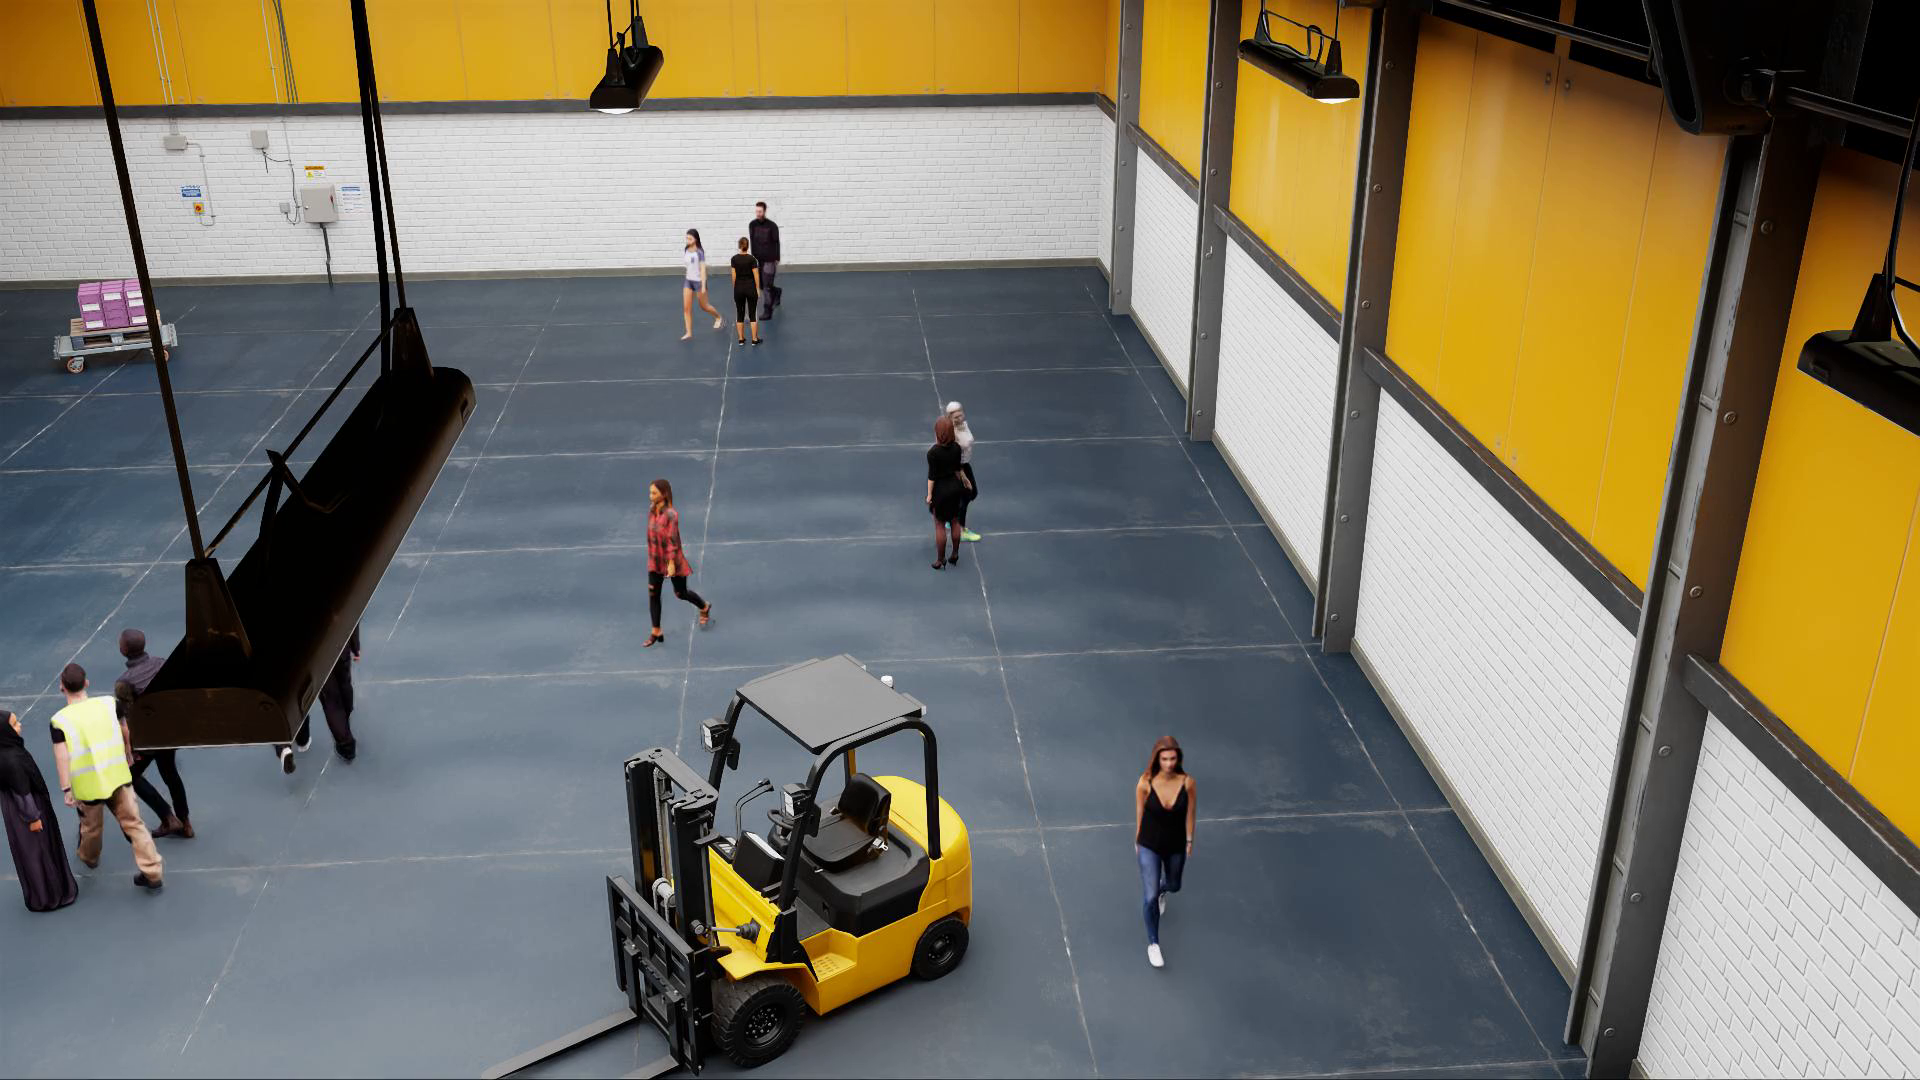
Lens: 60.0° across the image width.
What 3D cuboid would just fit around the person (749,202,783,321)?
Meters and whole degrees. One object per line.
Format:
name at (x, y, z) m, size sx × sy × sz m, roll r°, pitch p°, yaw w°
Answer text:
person at (-3.086, -4.494, 26.678) m, size 1.048 × 1.882 × 1.211 m, roll 10°, pitch 26°, yaw 22°

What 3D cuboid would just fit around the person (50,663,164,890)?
person at (-6.333, 1.825, 12.342) m, size 1.292 × 1.787 × 1.213 m, roll 16°, pitch 28°, yaw 33°

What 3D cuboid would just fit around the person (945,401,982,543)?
person at (-0.076, -0.743, 18.351) m, size 0.814 × 1.678 × 0.714 m, roll 2°, pitch 24°, yaw 5°

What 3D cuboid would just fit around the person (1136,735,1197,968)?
person at (1.427, 2.116, 11.781) m, size 0.570 × 1.702 × 0.981 m, roll -2°, pitch 24°, yaw -4°

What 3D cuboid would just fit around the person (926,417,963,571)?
person at (-0.156, -0.498, 17.757) m, size 0.657 × 1.706 × 0.670 m, roll -17°, pitch 29°, yaw -34°

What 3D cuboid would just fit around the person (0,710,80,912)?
person at (-6.879, 1.964, 12.239) m, size 0.760 × 1.615 × 0.672 m, roll -15°, pitch 28°, yaw -31°

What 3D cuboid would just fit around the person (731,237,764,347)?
person at (-3.268, -3.807, 25.374) m, size 0.641 × 1.667 × 0.619 m, roll 4°, pitch 24°, yaw 10°

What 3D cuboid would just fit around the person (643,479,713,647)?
person at (-2.784, 0.197, 16.201) m, size 1.030 × 1.679 × 1.103 m, roll 18°, pitch 29°, yaw 35°

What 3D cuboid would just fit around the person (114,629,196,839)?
person at (-6.204, 1.546, 12.933) m, size 0.890 × 1.824 × 0.749 m, roll 7°, pitch 25°, yaw 16°

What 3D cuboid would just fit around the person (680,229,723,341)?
person at (-4.011, -3.960, 25.686) m, size 1.008 × 1.699 × 1.125 m, roll 16°, pitch 28°, yaw 32°
